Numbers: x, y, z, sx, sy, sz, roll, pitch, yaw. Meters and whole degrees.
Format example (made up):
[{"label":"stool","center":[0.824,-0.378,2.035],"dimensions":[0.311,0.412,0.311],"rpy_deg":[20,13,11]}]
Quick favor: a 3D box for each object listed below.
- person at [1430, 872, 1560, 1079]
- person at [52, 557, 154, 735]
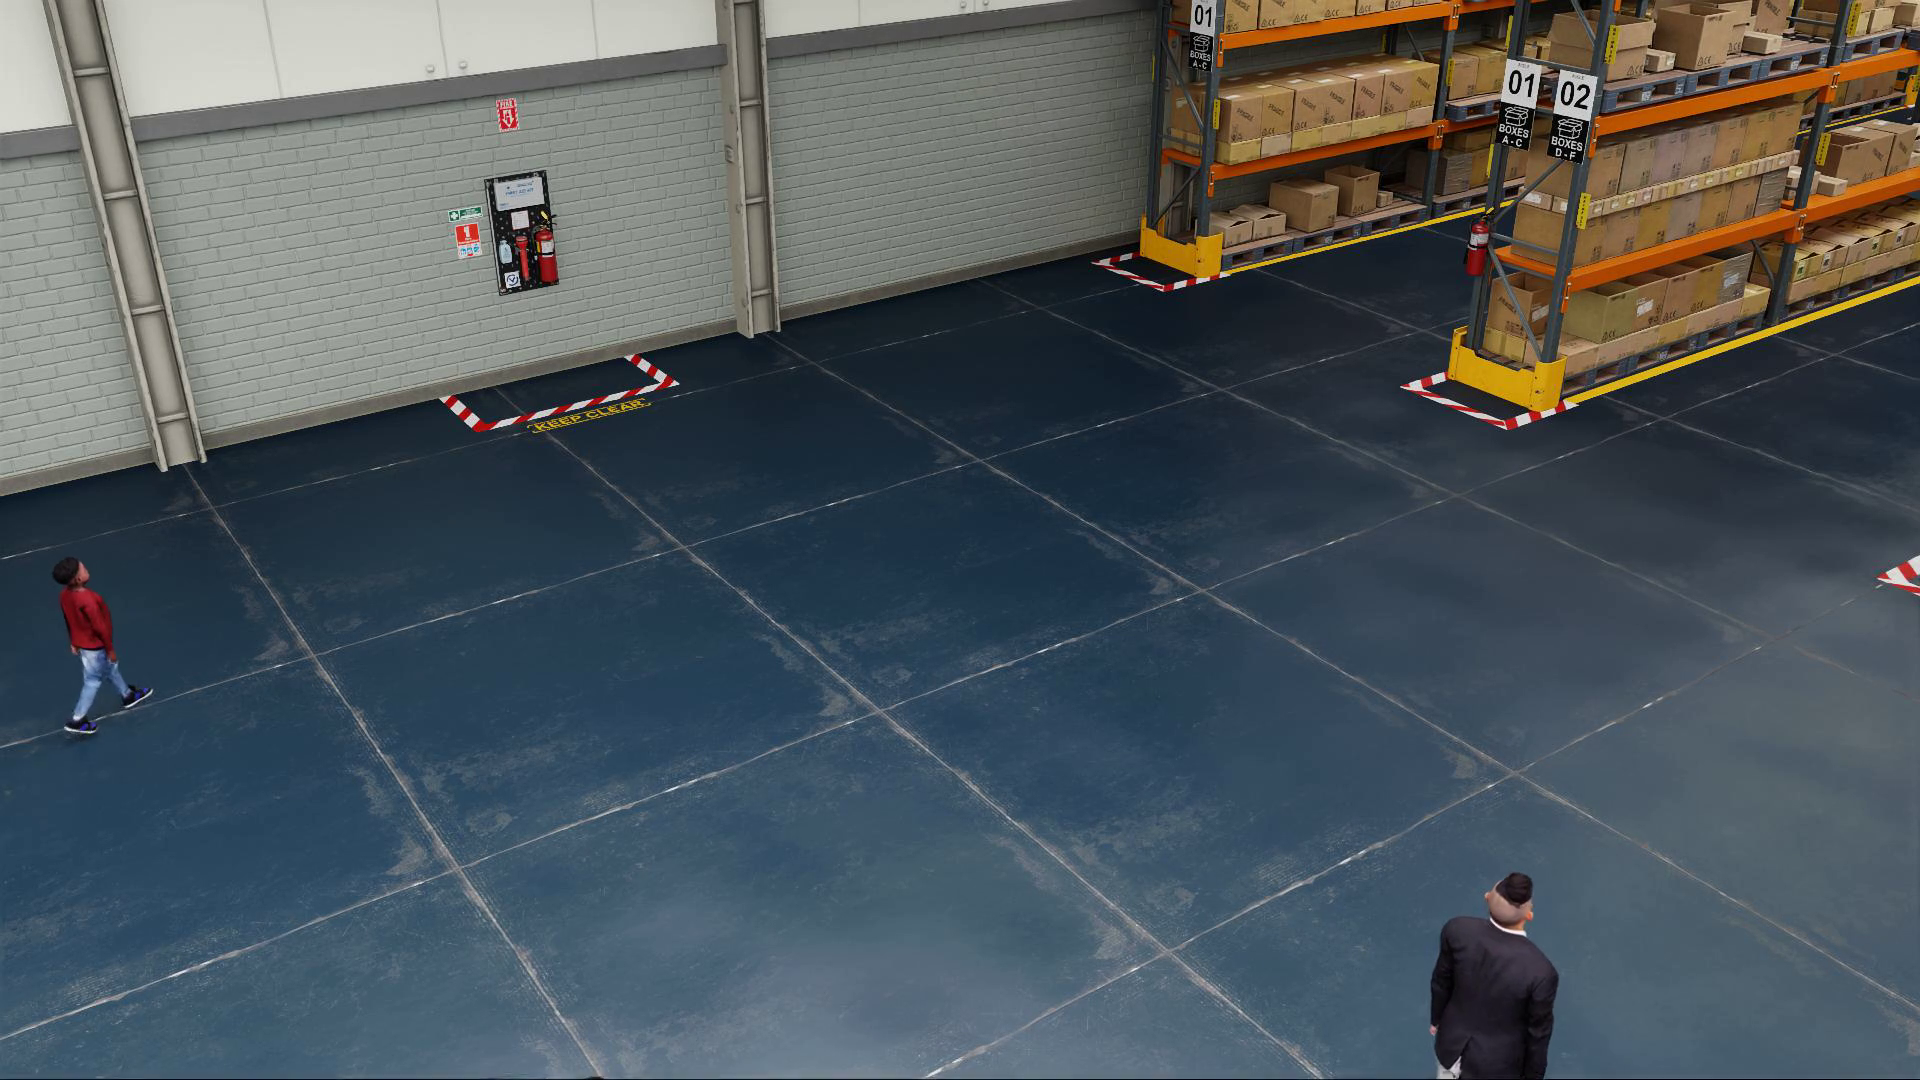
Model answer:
[{"label":"person","center":[2.289,2.233,7.321],"dimensions":[0.801,1.957,0.800],"rpy_deg":[21,34,35]},{"label":"person","center":[-5.833,0.706,11.064],"dimensions":[0.692,1.245,0.935],"rpy_deg":[18,32,31]}]
